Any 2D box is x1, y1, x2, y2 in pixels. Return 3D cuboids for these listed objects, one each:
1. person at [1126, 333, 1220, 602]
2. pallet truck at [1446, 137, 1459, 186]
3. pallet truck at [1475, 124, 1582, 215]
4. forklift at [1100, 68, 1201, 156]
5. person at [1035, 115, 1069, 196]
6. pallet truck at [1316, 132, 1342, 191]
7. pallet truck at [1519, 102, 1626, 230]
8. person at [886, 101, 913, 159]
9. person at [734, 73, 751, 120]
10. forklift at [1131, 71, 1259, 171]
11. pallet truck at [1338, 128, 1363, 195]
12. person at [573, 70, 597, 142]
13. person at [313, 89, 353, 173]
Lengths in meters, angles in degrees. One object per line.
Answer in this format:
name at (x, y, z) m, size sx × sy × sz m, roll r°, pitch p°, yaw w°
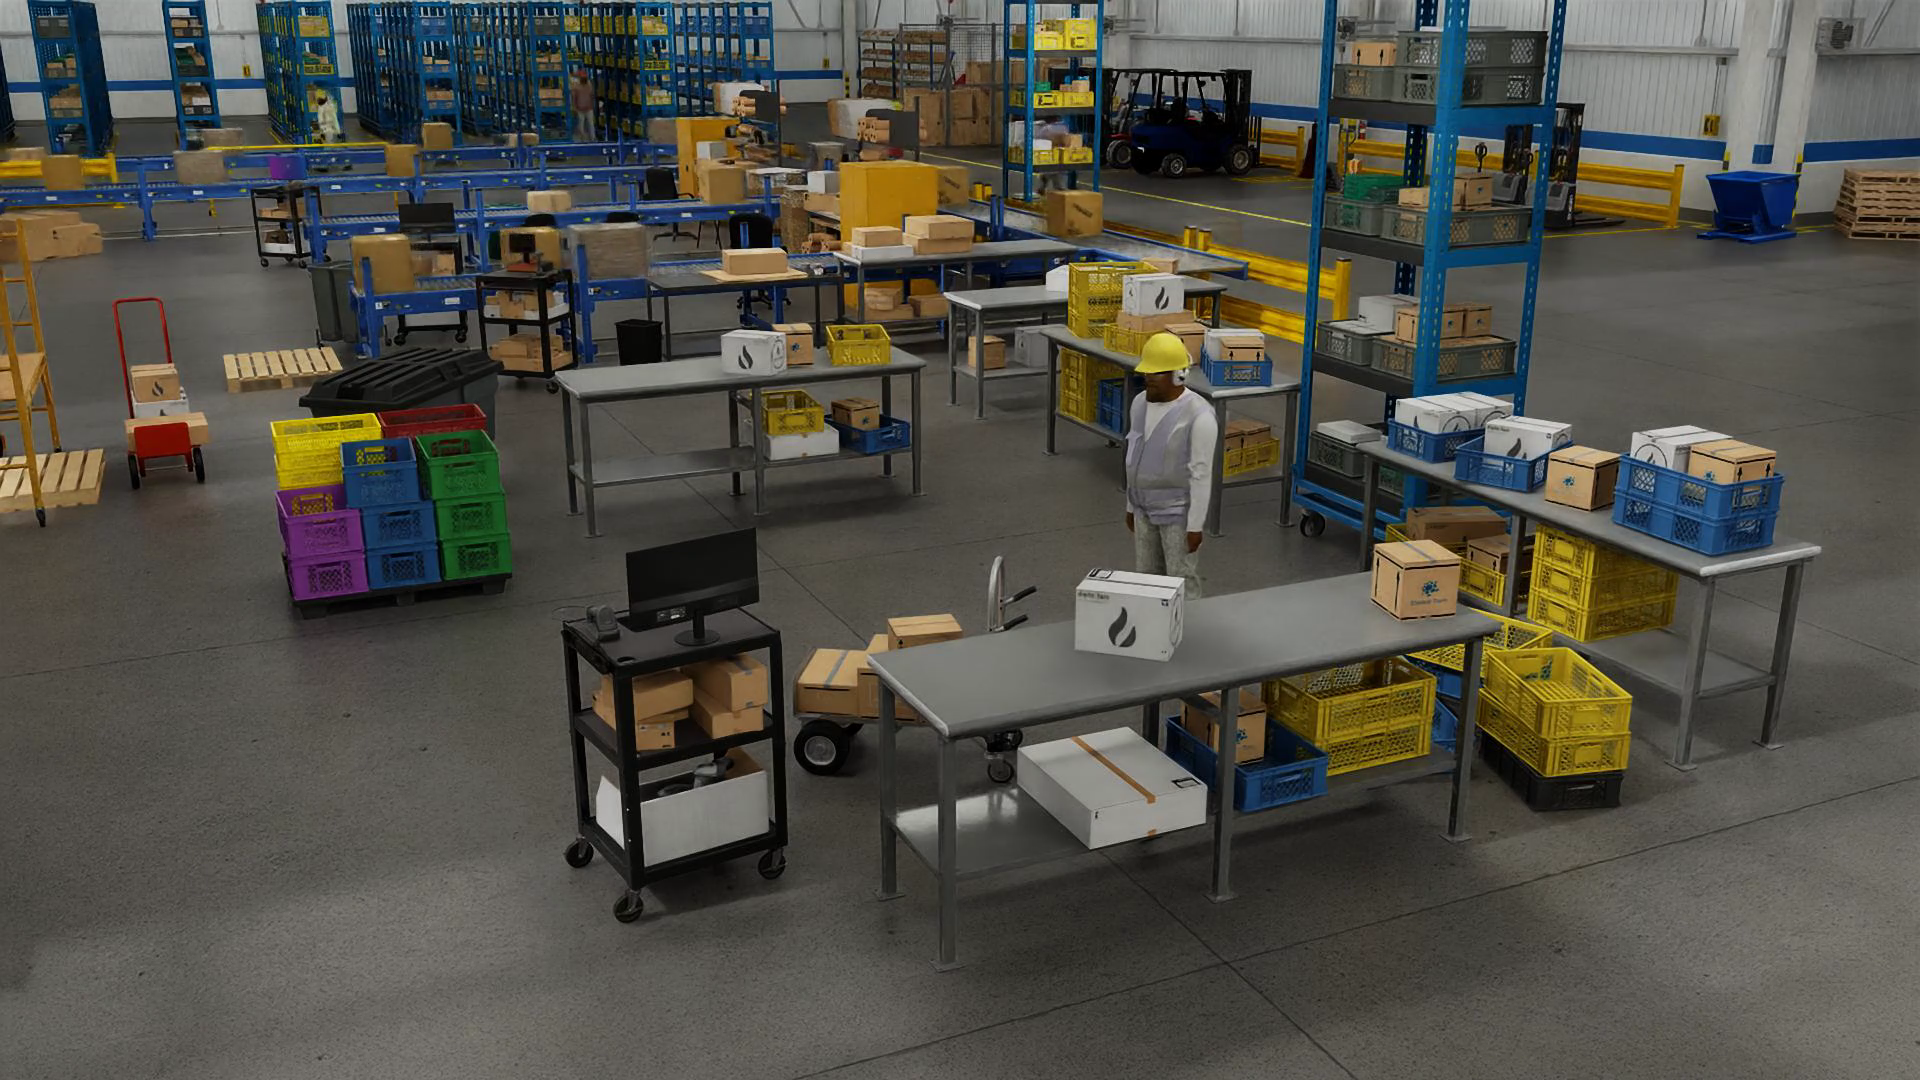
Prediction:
person at (1.053, -0.167, 8.587) m, size 0.403 × 1.821 × 0.594 m, roll -12°, pitch 21°, yaw -32°
pallet truck at (9.184, -6.485, 29.328) m, size 1.630 × 1.274 × 0.653 m, roll -8°, pitch 19°, yaw -23°
pallet truck at (9.707, -6.455, 28.103) m, size 1.885 × 1.965 × 0.823 m, roll -7°, pitch 19°, yaw -20°
forklift at (4.082, -9.564, 37.410) m, size 2.680 × 1.987 × 1.157 m, roll -8°, pitch 19°, yaw -23°
person at (1.411, -5.947, 26.508) m, size 0.616 × 1.987 × 1.045 m, roll -11°, pitch 21°, yaw -31°
pallet truck at (7.723, -7.504, 32.656) m, size 1.601 × 1.201 × 0.680 m, roll -8°, pitch 19°, yaw -23°
pallet truck at (9.972, -6.037, 26.785) m, size 1.885 × 1.965 × 0.823 m, roll -9°, pitch 20°, yaw -25°
person at (-1.236, -7.599, 32.137) m, size 0.881 × 1.727 × 0.519 m, roll 15°, pitch 23°, yaw 39°
person at (-6.282, -12.561, 47.675) m, size 0.997 × 1.802 × 0.578 m, roll -2°, pitch 18°, yaw -7°
forklift at (4.998, -8.936, 35.413) m, size 2.680 × 1.987 × 1.157 m, roll -9°, pitch 20°, yaw -25°
pallet truck at (7.845, -7.140, 31.411) m, size 1.522 × 1.261 × 0.704 m, roll -9°, pitch 20°, yaw -25°
person at (-9.575, -10.984, 42.459) m, size 0.640 × 1.946 × 1.035 m, roll -9°, pitch 20°, yaw -26°
person at (-13.671, -8.883, 36.128) m, size 0.895 × 1.775 × 0.652 m, roll -15°, pitch 23°, yaw -38°
